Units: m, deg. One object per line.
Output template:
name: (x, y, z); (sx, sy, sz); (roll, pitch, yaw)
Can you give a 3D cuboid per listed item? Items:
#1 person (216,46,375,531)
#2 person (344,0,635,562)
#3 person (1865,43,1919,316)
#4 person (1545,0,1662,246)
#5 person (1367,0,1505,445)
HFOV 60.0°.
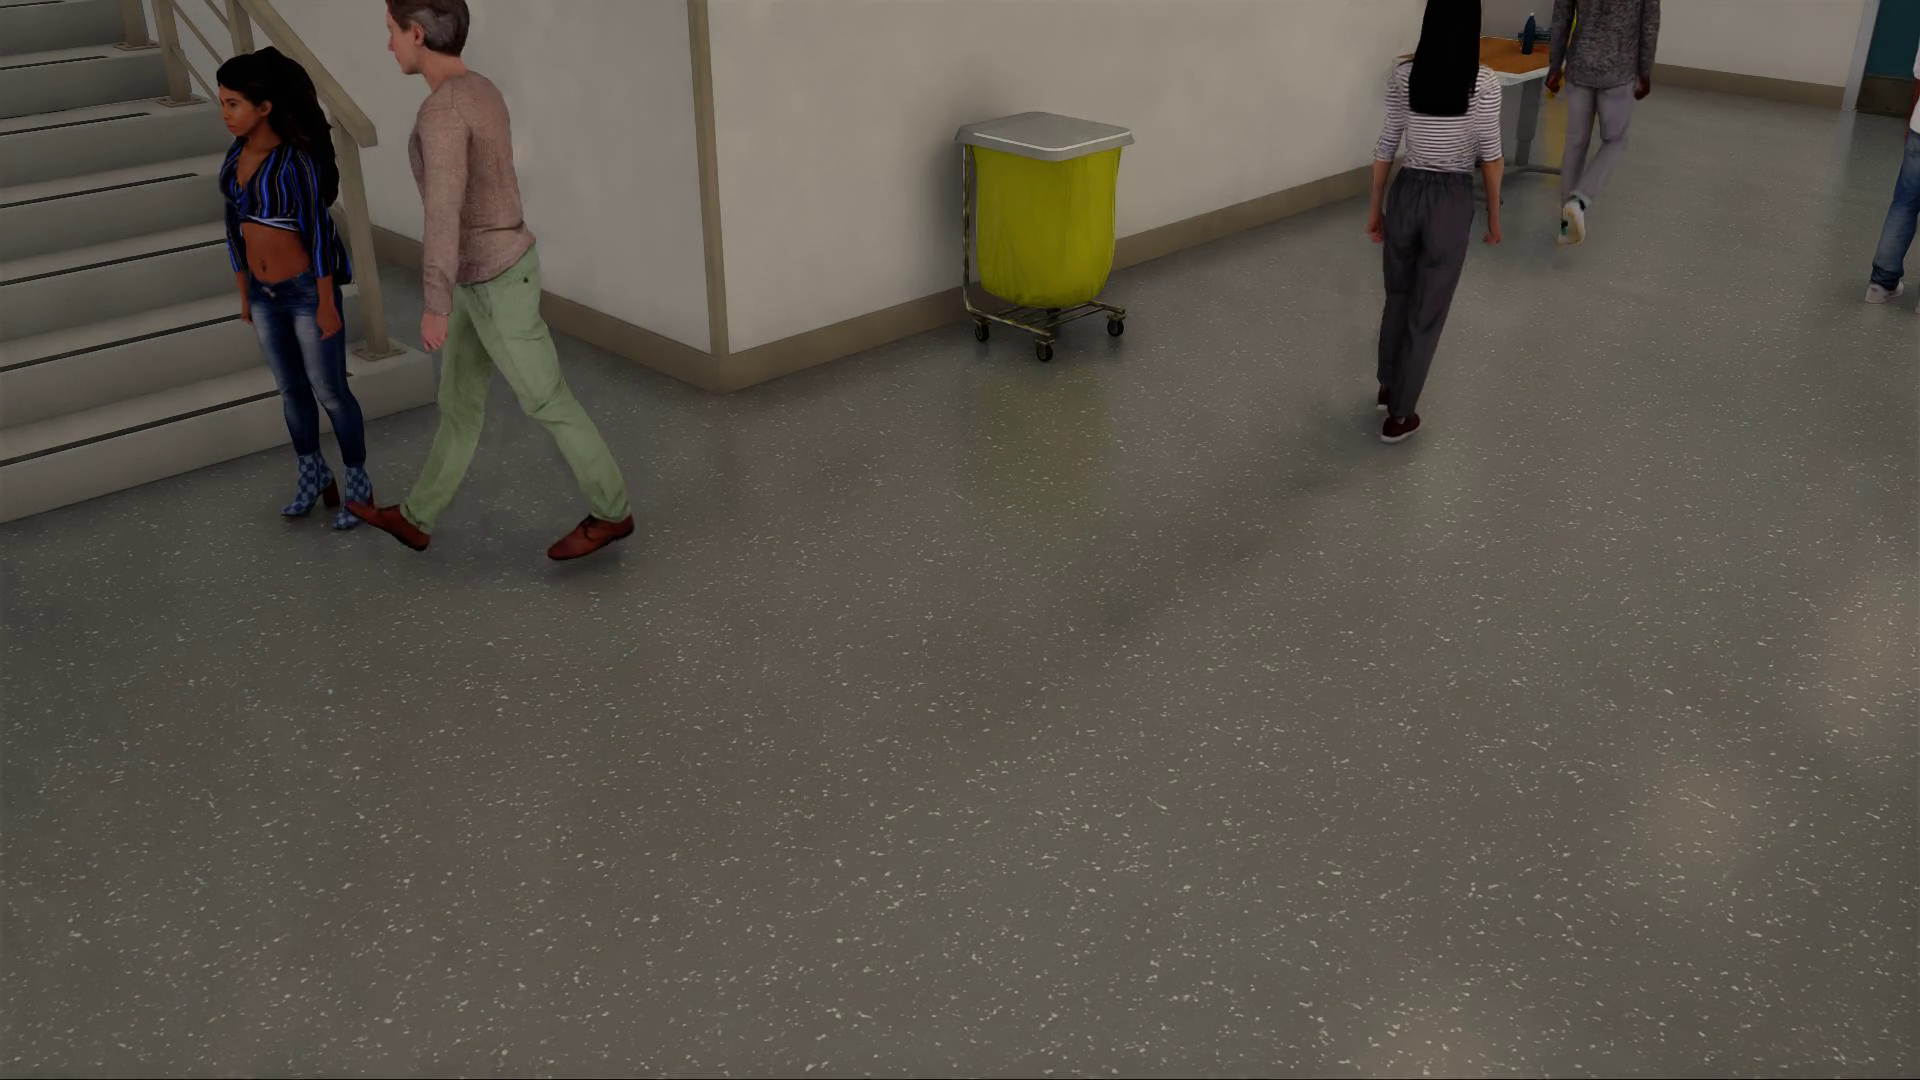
person: (-2.222, -0.810, 5.555); (0.599, 1.618, 0.743); (12, 28, 23)
person: (-1.386, -0.774, 5.253); (1.245, 1.815, 1.262); (-4, 26, -9)
person: (4.618, -1.964, 7.720); (0.745, 1.816, 0.586); (-16, 30, -30)
person: (3.299, -2.415, 8.646); (0.820, 1.823, 0.848); (16, 30, 30)
person: (1.718, -1.179, 6.202); (0.626, 1.721, 0.728); (18, 31, 33)
